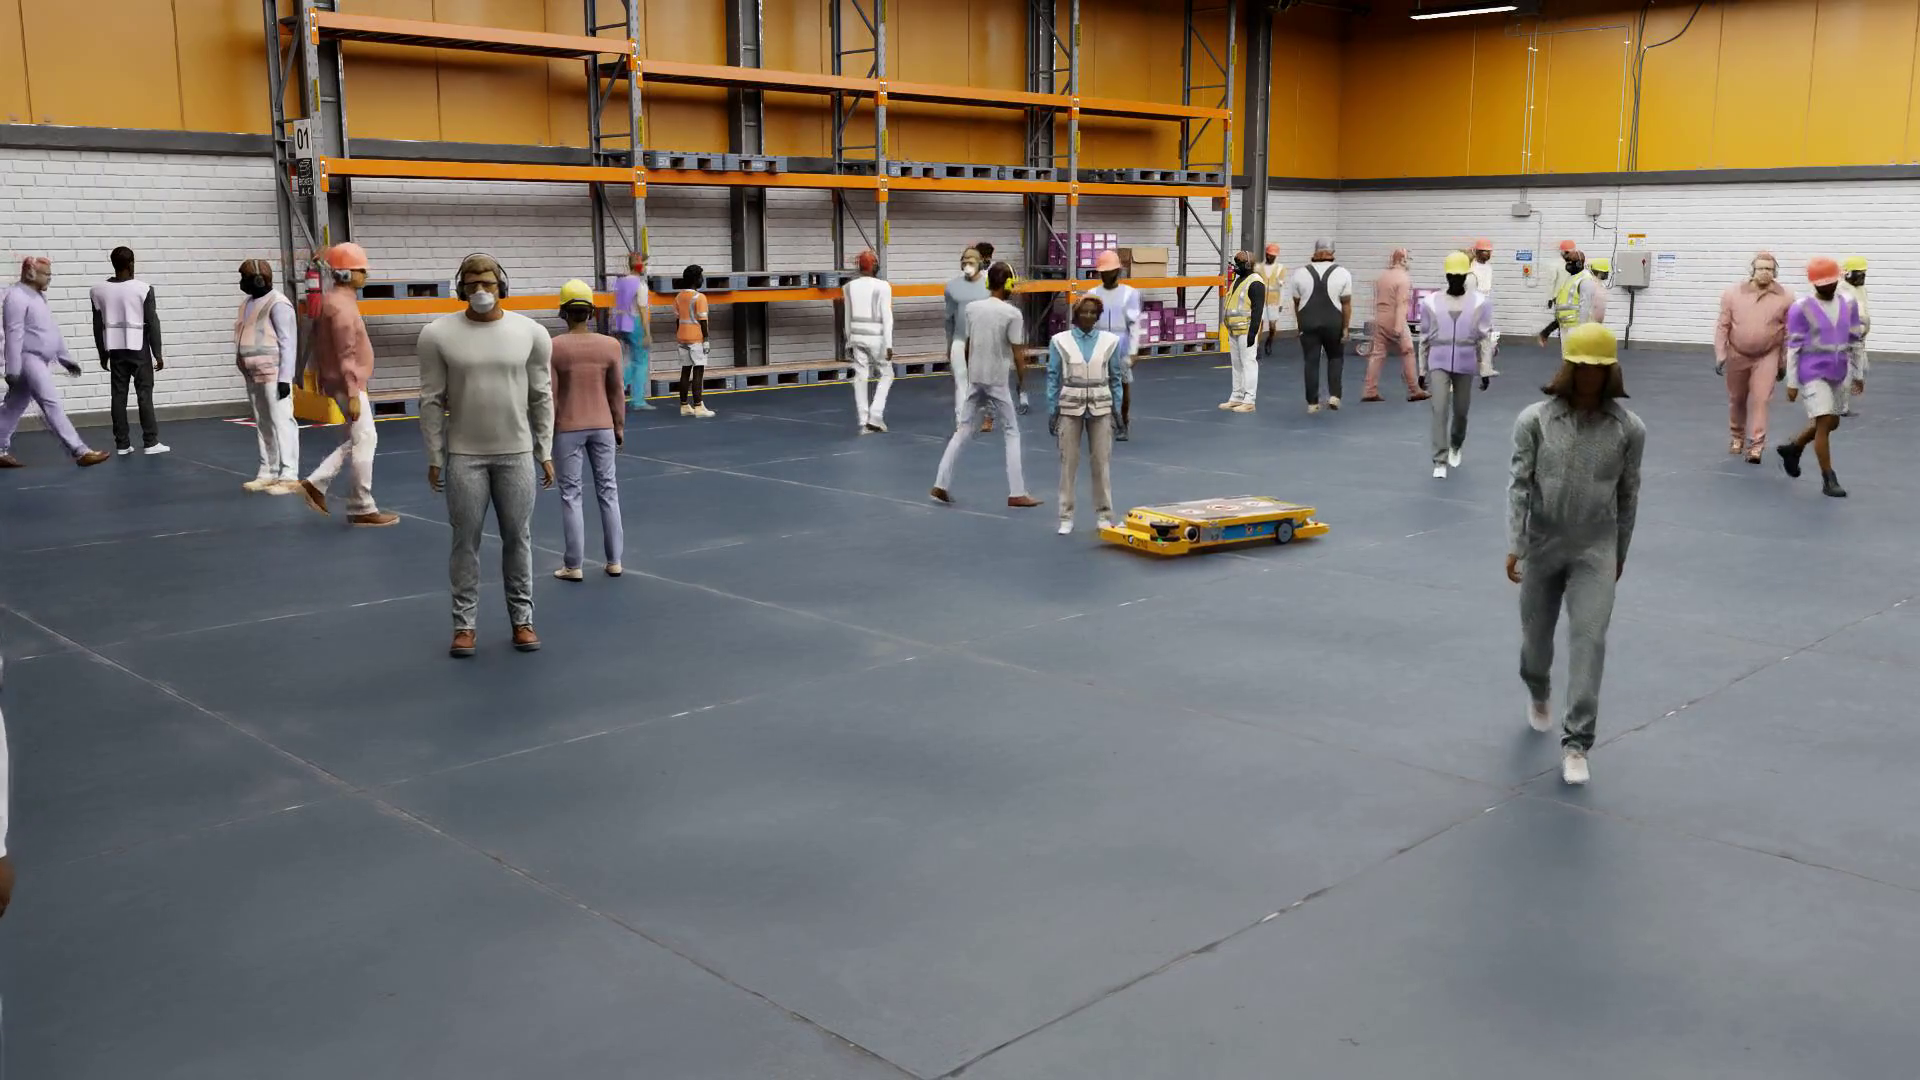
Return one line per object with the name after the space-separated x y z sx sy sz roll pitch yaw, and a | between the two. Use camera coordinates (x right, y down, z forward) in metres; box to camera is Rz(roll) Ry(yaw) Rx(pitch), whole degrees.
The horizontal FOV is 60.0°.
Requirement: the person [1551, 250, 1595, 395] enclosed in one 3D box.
7.676 -2.699 20.840 0.429 1.837 0.624 -1 10 -3 | person

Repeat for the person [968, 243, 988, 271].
0.211 -2.906 21.714 0.589 1.918 0.502 10 14 43 | person

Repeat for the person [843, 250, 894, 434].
-0.908 -2.013 16.982 0.603 1.868 0.464 6 12 28 | person

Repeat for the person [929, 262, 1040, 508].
0.204 -1.145 12.392 0.687 1.840 0.495 6 12 31 | person

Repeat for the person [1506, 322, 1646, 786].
2.359 0.005 6.433 0.484 1.708 0.851 3 11 17 | person

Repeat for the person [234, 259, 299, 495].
-5.442 -1.276 13.058 0.624 1.841 0.430 8 13 39 | person

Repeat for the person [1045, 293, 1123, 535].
0.838 -0.846 11.272 0.541 1.637 0.339 -1 10 -3 | person

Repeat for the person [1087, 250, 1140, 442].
1.467 -1.841 16.046 0.549 1.883 1.042 2 11 13 | person

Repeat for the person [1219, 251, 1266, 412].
3.248 -2.393 19.141 0.429 1.844 0.627 -3 11 -18 | person

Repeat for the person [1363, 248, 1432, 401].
5.365 -2.610 20.265 0.944 1.865 0.646 -4 11 -20 | person

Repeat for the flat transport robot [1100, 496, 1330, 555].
1.694 -0.114 10.994 1.431 0.197 0.652 -7 12 -32 | flat transport robot

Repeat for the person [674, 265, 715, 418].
-2.972 -2.217 18.570 0.317 1.695 0.540 -10 14 -43 | person

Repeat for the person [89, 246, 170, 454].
-7.678 -1.742 15.375 0.595 1.918 0.386 0 10 -2 | person

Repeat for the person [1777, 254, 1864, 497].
6.746 -1.309 13.131 0.626 1.884 0.834 -2 11 -10 | person

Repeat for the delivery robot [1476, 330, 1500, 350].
8.658 -3.397 27.868 0.707 0.478 0.477 6 12 30 | delivery robot

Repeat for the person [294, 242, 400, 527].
-4.259 -1.054 11.470 0.570 1.973 0.634 -4 11 -22 | person

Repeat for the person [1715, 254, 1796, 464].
7.194 -1.651 15.083 0.638 1.867 1.009 6 12 28 | person

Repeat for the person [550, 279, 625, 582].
-2.228 -0.640 9.784 0.533 1.767 0.323 -7 12 -33 | person

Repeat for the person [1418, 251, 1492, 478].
4.200 -1.503 14.167 0.594 1.900 0.871 2 11 13 | person

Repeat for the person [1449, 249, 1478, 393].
6.451 -2.800 21.347 0.351 1.846 0.507 1 10 3 | person

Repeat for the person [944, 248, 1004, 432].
0.158 -1.991 16.792 0.640 1.908 0.959 3 11 15 | person

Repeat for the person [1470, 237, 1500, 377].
7.446 -3.387 24.140 0.627 2.011 1.002 -6 12 -29 | person

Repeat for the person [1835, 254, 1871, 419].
9.845 -2.257 18.456 0.615 1.817 0.449 -8 13 -37 | person

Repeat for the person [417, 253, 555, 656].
-2.270 -0.409 8.054 0.629 1.939 0.372 -3 11 -18 | person

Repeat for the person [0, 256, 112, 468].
-8.009 -1.526 14.430 1.033 1.841 0.655 -3 11 -16 | person

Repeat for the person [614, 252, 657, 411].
-3.735 -2.381 19.097 0.454 1.827 0.605 -8 13 -37 | person

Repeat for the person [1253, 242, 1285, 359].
4.999 -3.900 27.153 0.586 1.912 0.492 1 10 7 | person

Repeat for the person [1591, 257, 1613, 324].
8.254 -2.803 21.660 0.525 1.741 0.415 -10 14 -44 | person

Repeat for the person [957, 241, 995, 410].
0.214 -2.475 19.281 0.639 1.948 0.462 5 12 27 | person

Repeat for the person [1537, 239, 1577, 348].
10.386 -4.228 28.821 0.633 1.960 0.805 -7 12 -33 | person

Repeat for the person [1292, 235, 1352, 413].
4.137 -2.472 19.026 0.684 2.000 0.556 4 11 19 | person
